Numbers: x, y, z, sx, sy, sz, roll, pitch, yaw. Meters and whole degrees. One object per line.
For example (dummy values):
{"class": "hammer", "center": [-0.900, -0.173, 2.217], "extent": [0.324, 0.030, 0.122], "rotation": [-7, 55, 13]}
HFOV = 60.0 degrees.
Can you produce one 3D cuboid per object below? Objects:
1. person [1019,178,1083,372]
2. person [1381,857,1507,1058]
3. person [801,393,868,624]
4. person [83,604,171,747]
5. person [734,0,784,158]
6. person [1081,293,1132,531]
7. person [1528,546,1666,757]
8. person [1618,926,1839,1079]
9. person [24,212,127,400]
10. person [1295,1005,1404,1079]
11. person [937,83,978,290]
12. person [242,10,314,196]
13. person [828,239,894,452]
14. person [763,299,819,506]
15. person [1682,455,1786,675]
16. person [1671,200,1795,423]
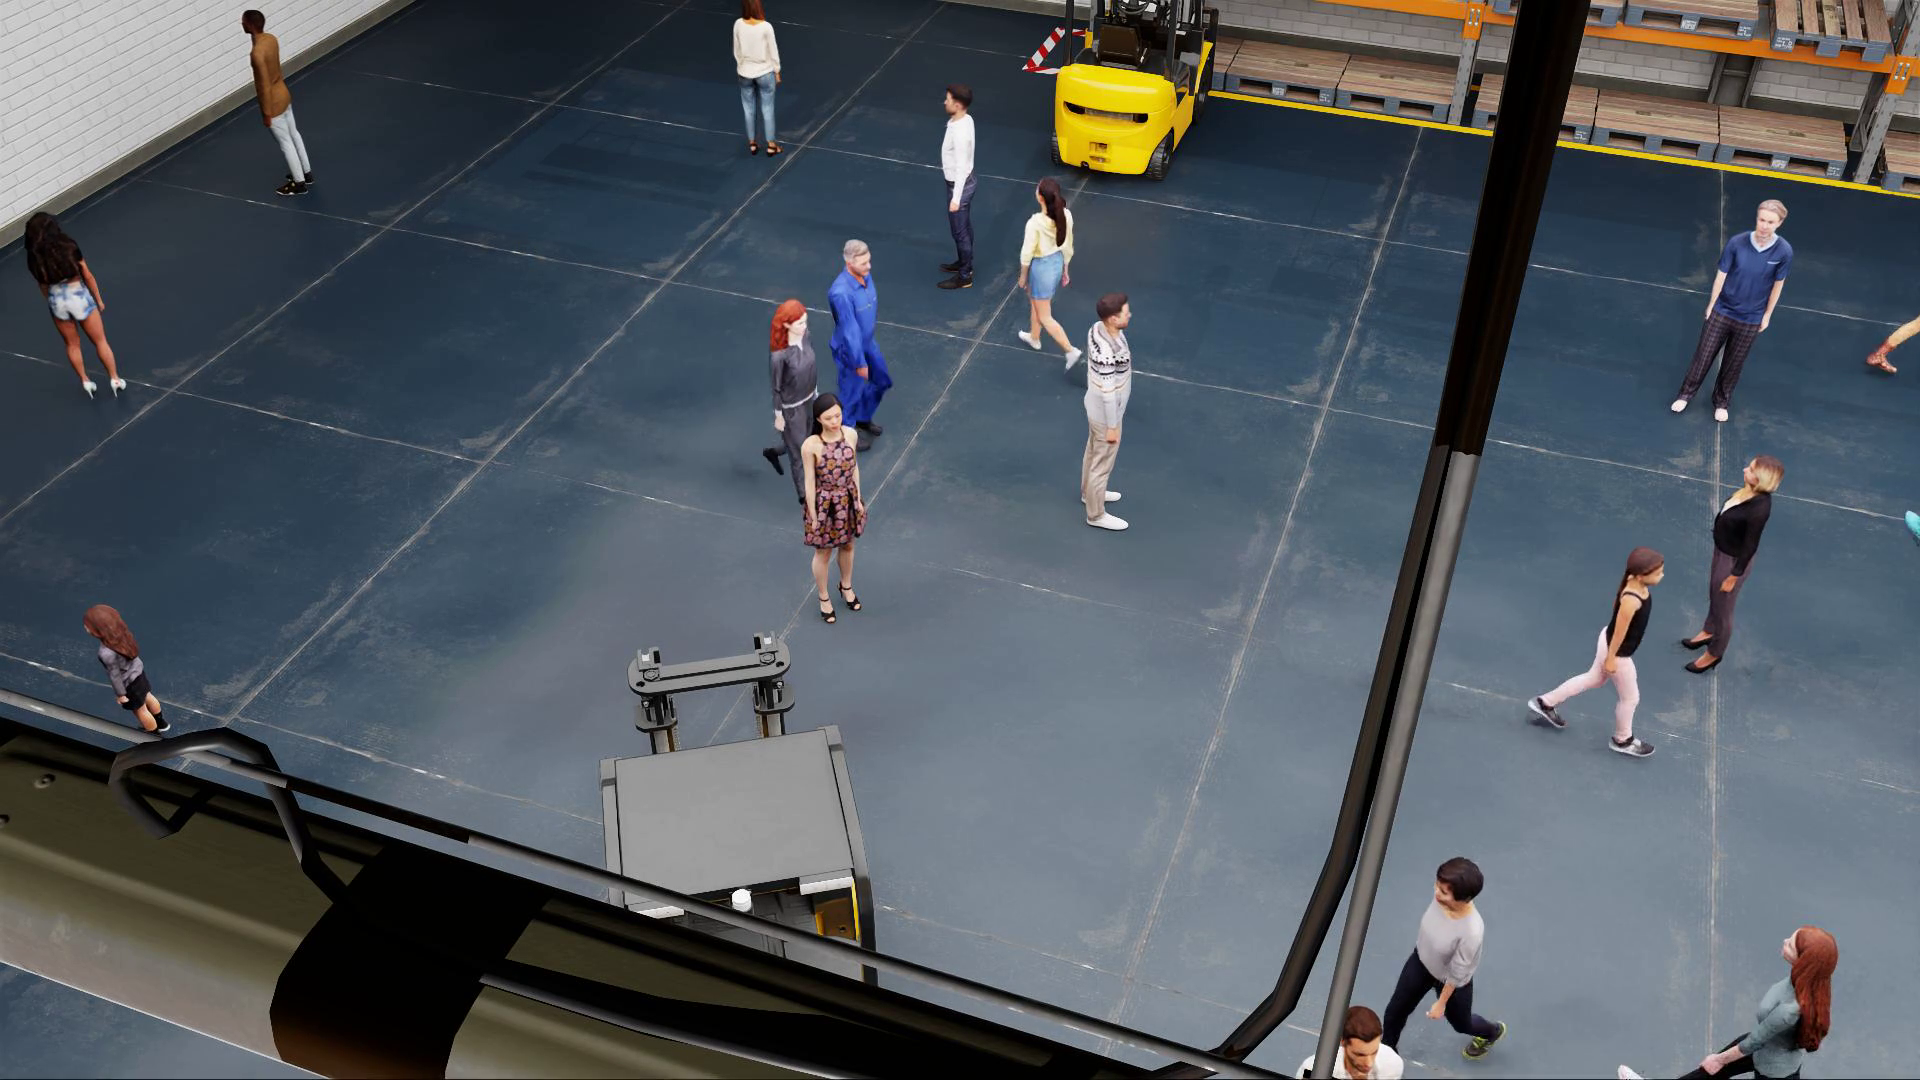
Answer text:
{"class": "person", "center": [0.743, -2.135, 13.561], "extent": [0.947, 1.603, 1.151], "rotation": [-28, 46, -31]}
{"class": "person", "center": [2.478, 2.139, 8.273], "extent": [1.061, 1.524, 0.952], "rotation": [-13, 40, -16]}
{"class": "person", "center": [-0.834, -0.211, 11.015], "extent": [0.800, 1.775, 0.843], "rotation": [-24, 45, -27]}
{"class": "person", "center": [-5.130, 0.829, 10.248], "extent": [0.568, 1.105, 0.533], "rotation": [-8, 39, -10]}
{"class": "person", "center": [-2.036, -4.667, 16.670], "extent": [0.472, 1.680, 0.680], "rotation": [11, 40, 14]}
{"class": "person", "center": [1.030, -0.943, 11.860], "extent": [0.723, 1.863, 0.759], "rotation": [-2, 39, -3]}
{"class": "person", "center": [3.935, 0.649, 10.130], "extent": [1.005, 1.534, 0.537], "rotation": [14, 41, 17]}
{"class": "person", "center": [3.826, 2.498, 7.699], "extent": [1.242, 1.678, 0.857], "rotation": [27, 46, 30]}
{"class": "person", "center": [-7.027, -1.840, 13.177], "extent": [0.645, 1.622, 0.726], "rotation": [-7, 39, -9]}
{"class": "person", "center": [1.634, 2.667, 7.334], "extent": [0.690, 1.871, 0.788], "rotation": [-11, 40, -13]}
{"class": "person", "center": [0.008, -3.101, 14.558], "extent": [0.660, 1.868, 0.678], "rotation": [3, 39, 4]}
{"class": "person", "center": [-6.577, -4.217, 15.998], "extent": [0.658, 1.816, 0.706], "rotation": [1, 39, 1]}
{"class": "person", "center": [-0.879, -1.475, 12.572], "extent": [0.656, 1.806, 0.738], "rotation": [14, 41, 17]}
{"class": "person", "center": [-1.251, -0.987, 11.998], "extent": [0.869, 1.760, 0.691], "rotation": [20, 43, 23]}
{"class": "person", "center": [4.948, 0.157, 10.637], "extent": [0.538, 1.671, 0.602], "rotation": [11, 40, 14]}
{"class": "person", "center": [6.038, -1.788, 12.912], "extent": [0.509, 1.871, 0.742], "rotation": [17, 42, 20]}
